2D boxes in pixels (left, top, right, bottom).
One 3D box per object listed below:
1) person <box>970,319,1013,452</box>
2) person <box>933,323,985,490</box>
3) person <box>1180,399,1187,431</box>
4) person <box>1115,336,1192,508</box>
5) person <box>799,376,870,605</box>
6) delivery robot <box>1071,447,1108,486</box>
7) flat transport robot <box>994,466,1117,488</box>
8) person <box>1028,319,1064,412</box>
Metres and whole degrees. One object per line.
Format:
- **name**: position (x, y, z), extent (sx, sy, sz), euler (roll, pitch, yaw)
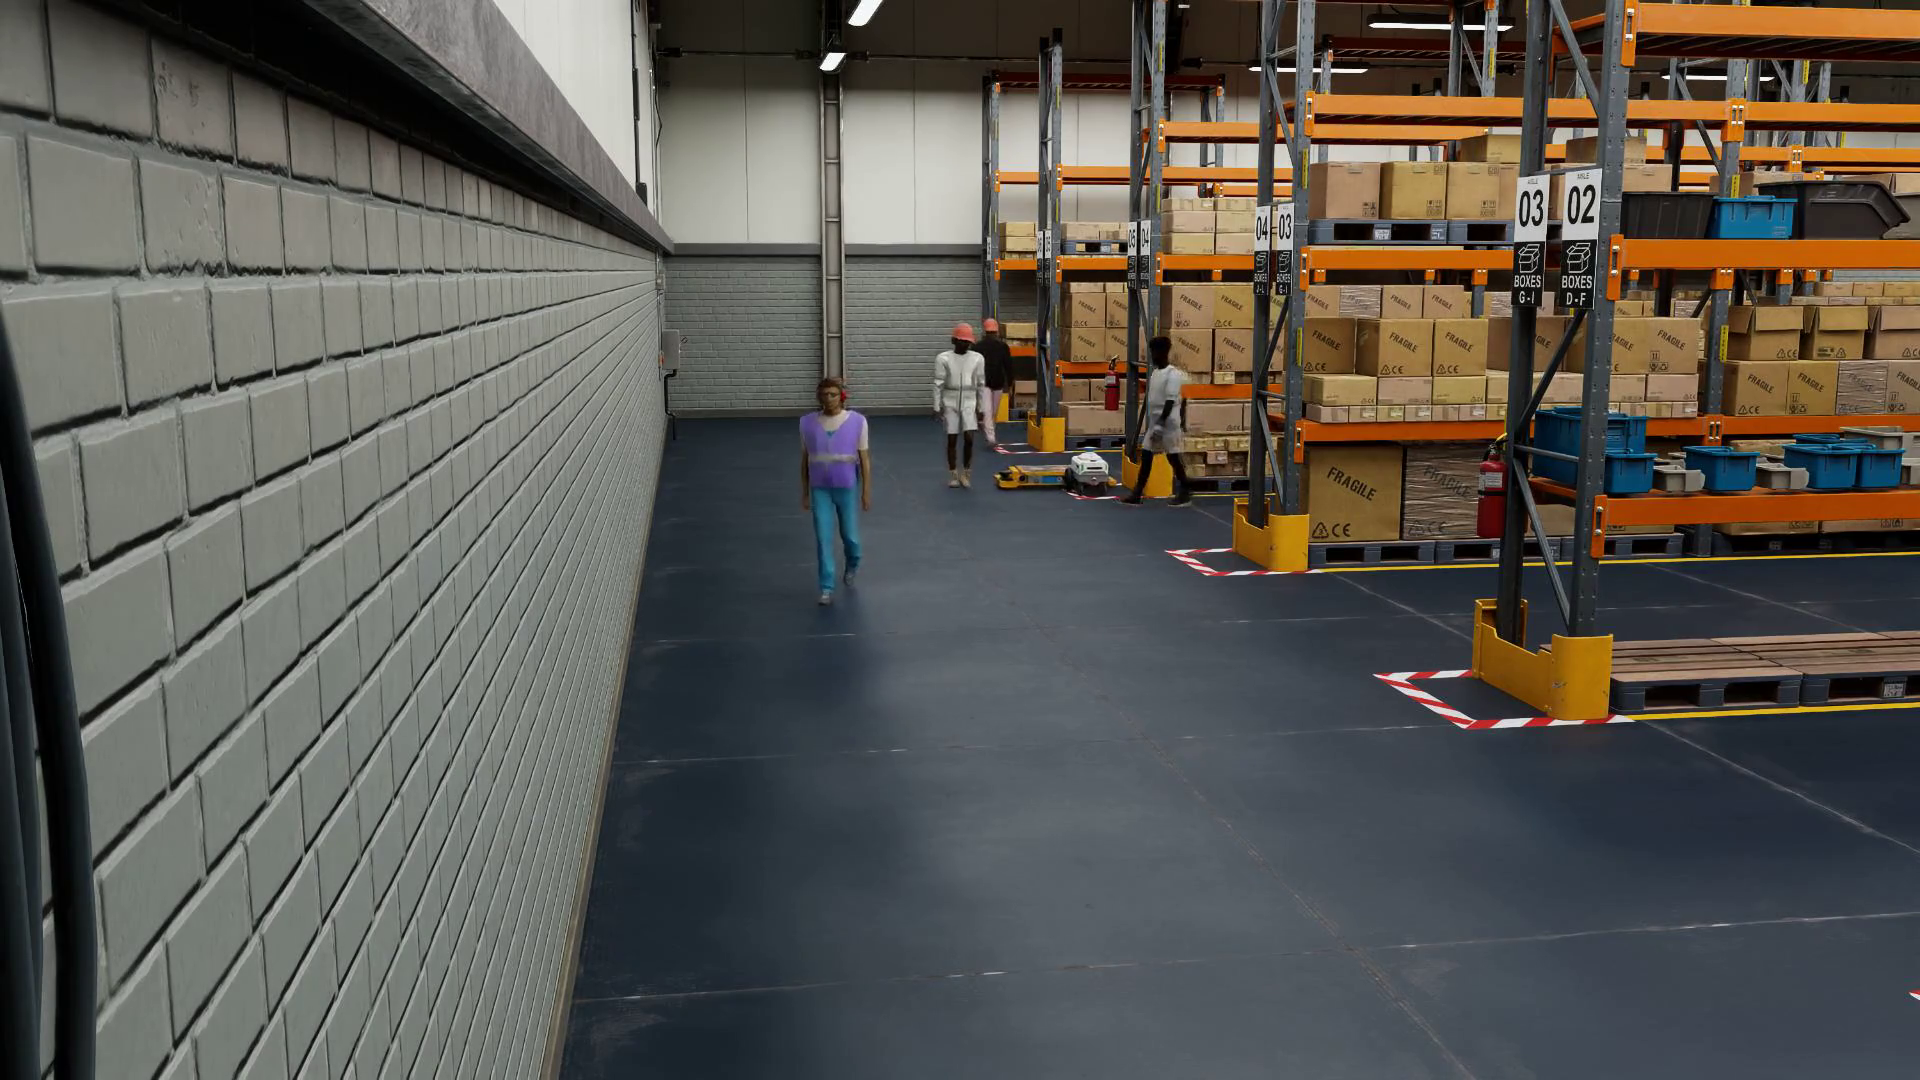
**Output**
- **person**: position (0.473, -2.291, 24.597), extent (0.637, 1.940, 1.014), euler (-2, 9, -13)
- **person**: position (-0.003, -1.608, 20.108), extent (0.637, 2.019, 0.707), euler (-1, 9, -4)
- **person**: position (2.637, -1.610, 20.647), extent (0.333, 1.860, 0.509), euler (-4, 10, -25)
- **person**: position (2.214, -1.304, 18.529), extent (0.872, 1.927, 0.612), euler (-4, 10, -21)
- **person**: position (-1.003, -0.423, 13.431), extent (0.572, 1.825, 0.717), euler (1, 9, 5)
- **delivery robot**: position (1.538, -0.865, 19.765), extent (0.477, 0.478, 0.707), euler (-1, 9, -6)
- **flat transport robot**: position (1.162, -0.788, 20.451), extent (1.431, 0.197, 0.652), euler (-1, 9, -6)
- **person**: position (1.493, -2.761, 27.541), extent (0.664, 1.924, 0.644), euler (-2, 9, -12)
